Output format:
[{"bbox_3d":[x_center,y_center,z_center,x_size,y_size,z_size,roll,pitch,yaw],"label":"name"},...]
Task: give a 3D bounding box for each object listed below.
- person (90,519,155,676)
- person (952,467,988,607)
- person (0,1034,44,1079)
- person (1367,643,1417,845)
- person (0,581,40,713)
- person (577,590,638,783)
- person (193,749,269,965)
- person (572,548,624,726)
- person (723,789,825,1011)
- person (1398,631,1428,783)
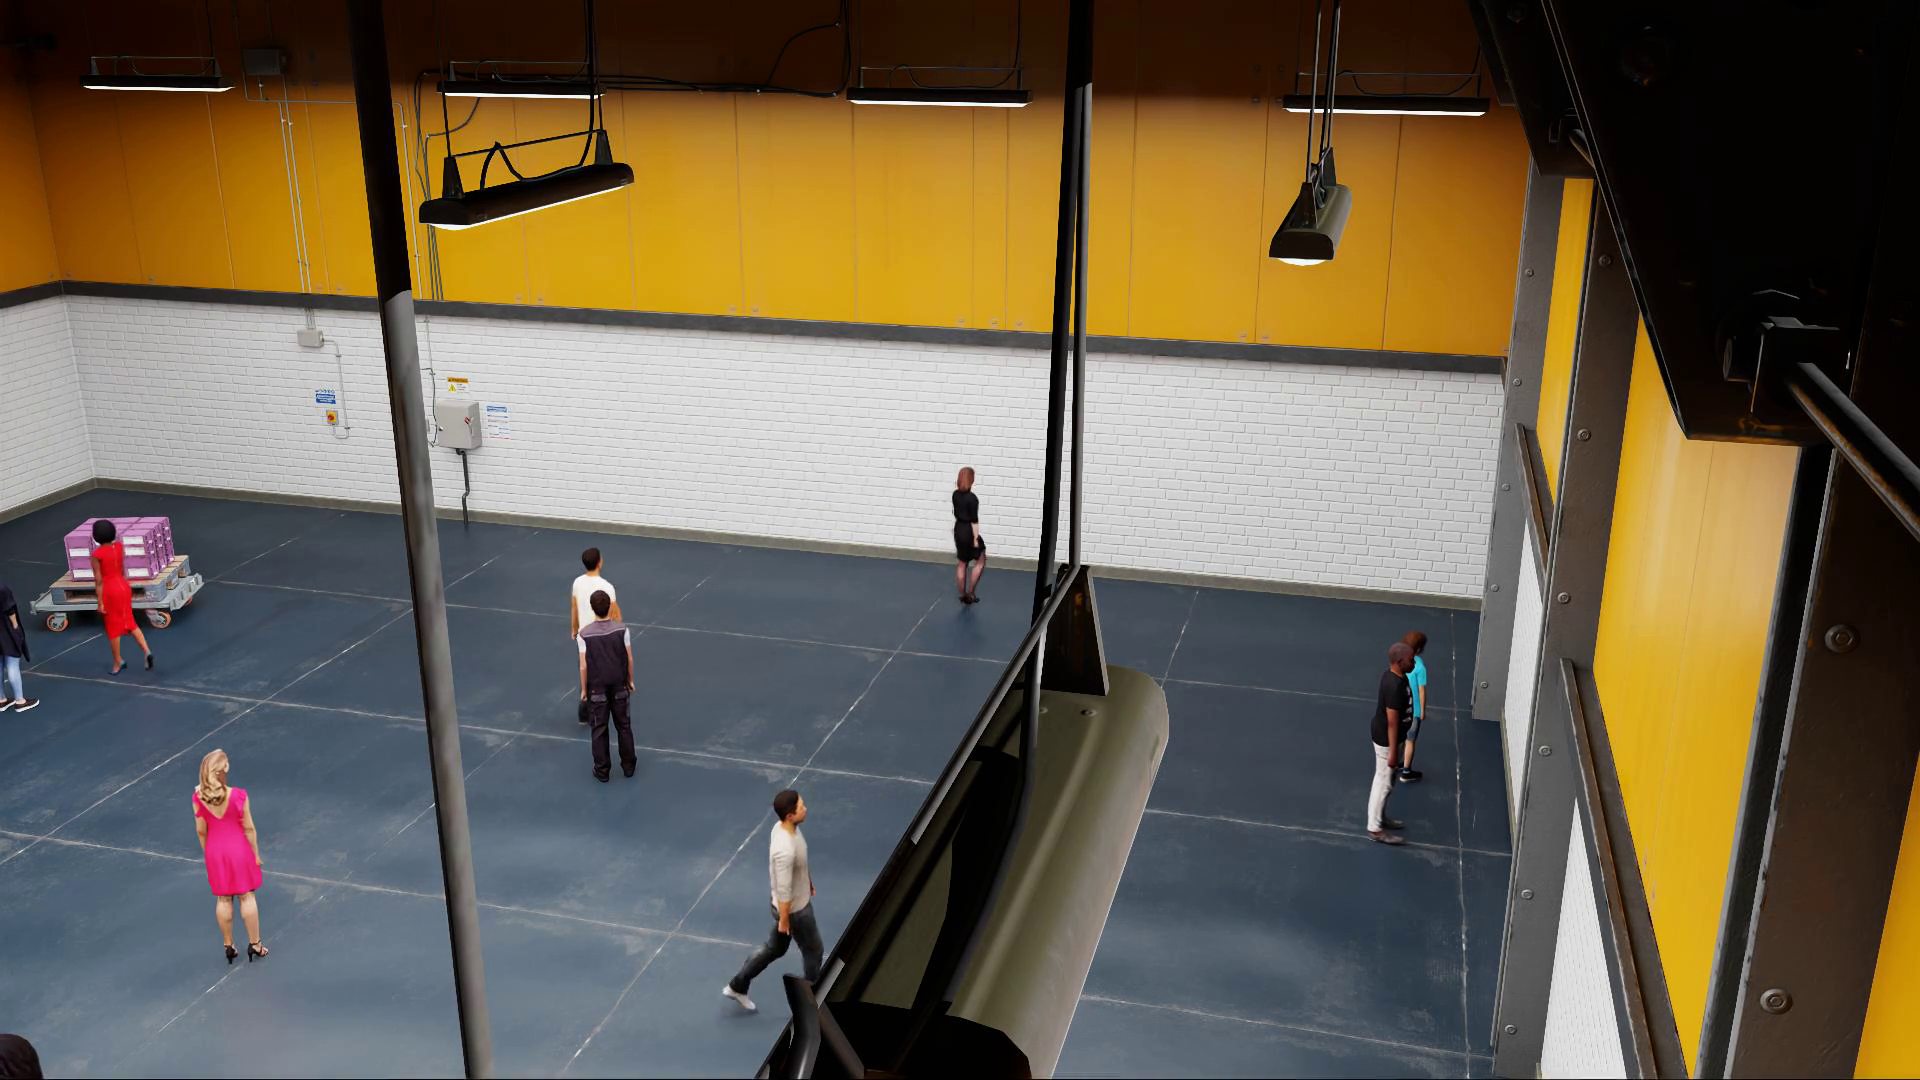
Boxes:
[{"bbox_3d":[-8.941,0.613,17.670,0.632,1.748,0.641,5,19,15],"label":"person"},{"bbox_3d":[0.027,-0.015,19.617,0.730,1.696,0.703,-16,24,-39],"label":"person"},{"bbox_3d":[-5.078,3.467,9.161,0.774,1.769,0.708,-10,21,-27],"label":"person"},{"bbox_3d":[3.690,1.717,14.305,0.695,1.804,0.514,4,19,12],"label":"person"},{"bbox_3d":[-9.721,0.933,16.821,0.625,1.684,0.551,4,19,12],"label":"person"},{"bbox_3d":[-3.253,1.338,15.357,0.740,1.849,0.769,-7,20,-21],"label":"person"},{"bbox_3d":[-5.487,2.370,12.484,0.633,1.728,0.629,-1,19,-2],"label":"person"},{"bbox_3d":[-3.670,0.989,16.532,0.856,1.762,1.198,10,21,26],"label":"person"},{"bbox_3d":[-1.298,2.583,11.768,1.042,1.780,1.185,-4,19,-10],"label":"person"},{"bbox_3d":[4.161,1.520,15.445,0.656,1.449,0.588,-9,21,-25],"label":"person"}]
